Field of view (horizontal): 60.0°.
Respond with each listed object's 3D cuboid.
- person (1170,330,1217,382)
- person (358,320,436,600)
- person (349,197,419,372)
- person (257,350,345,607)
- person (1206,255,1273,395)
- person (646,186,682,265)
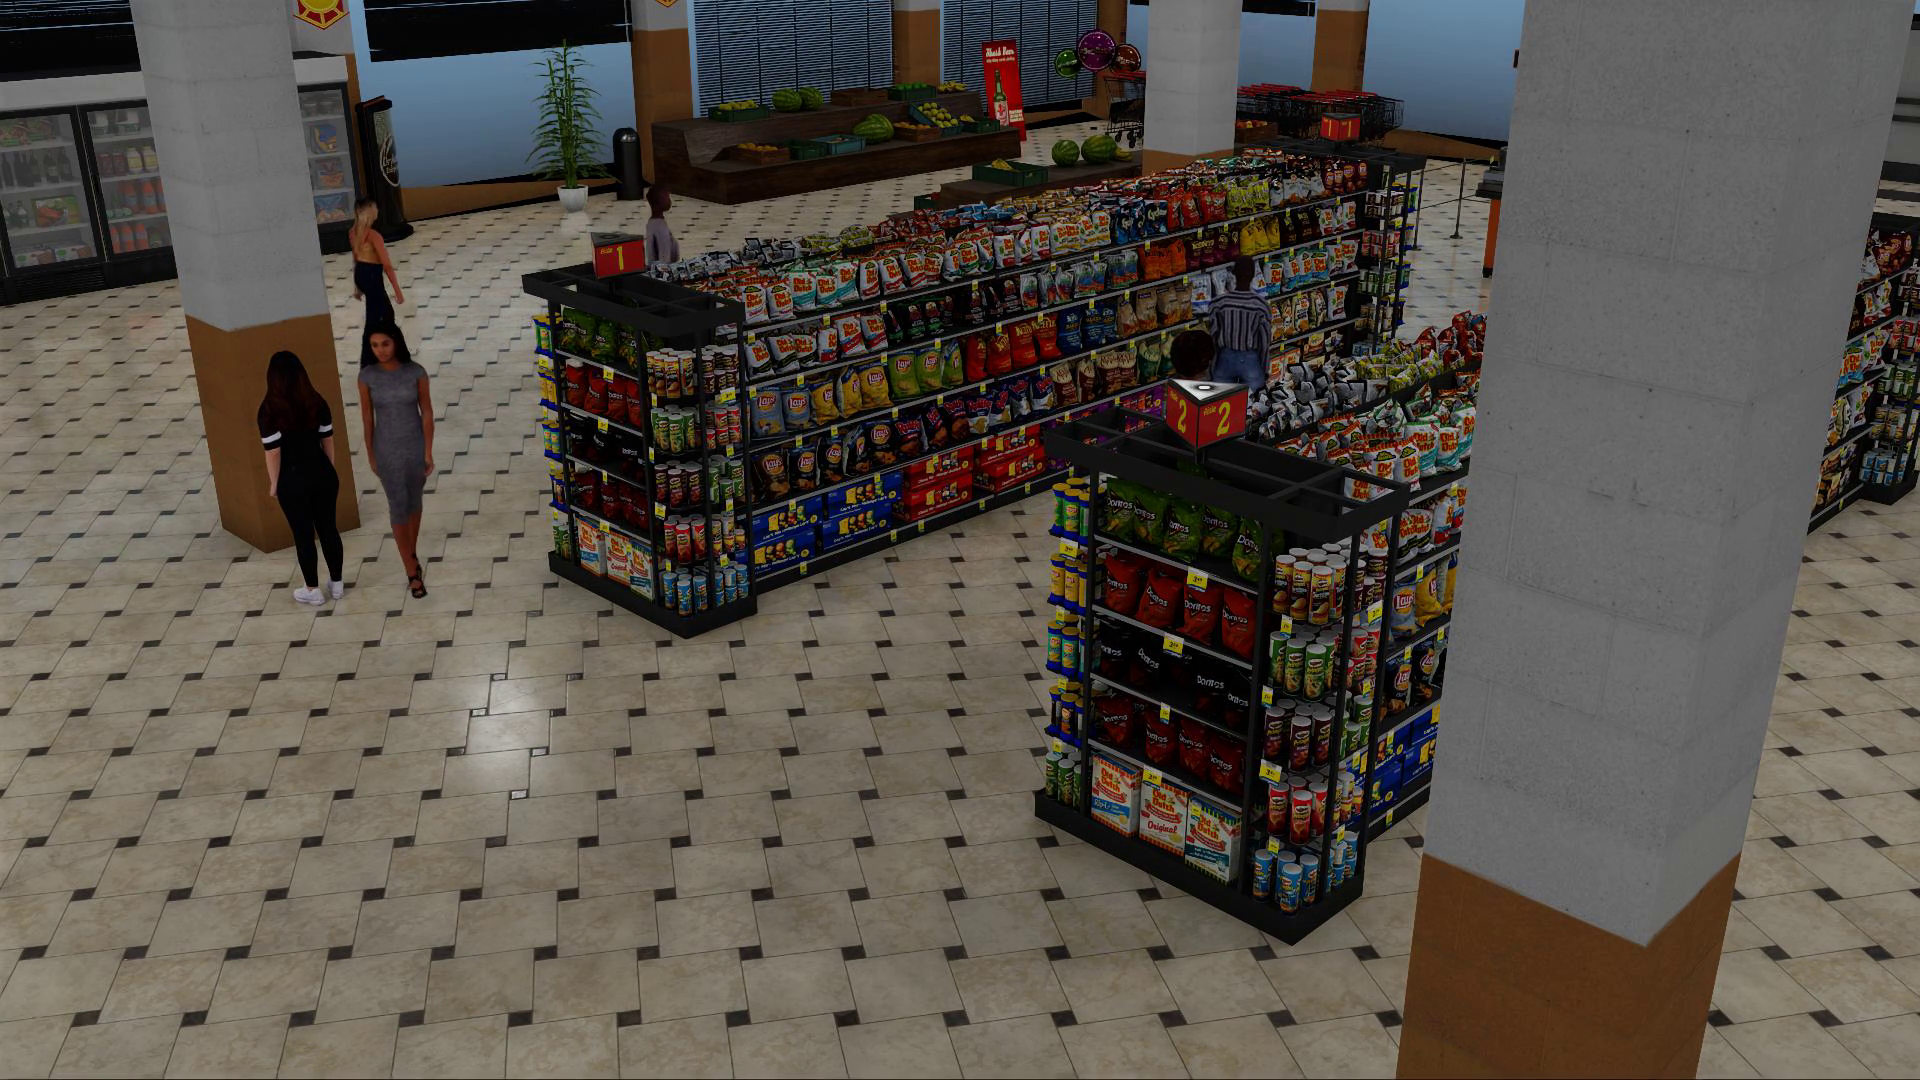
[{"bbox_3d":[1.436,-0.490,10.525,0.629,1.710,0.655,-9,24,-22],"label":"person"},{"bbox_3d":[-3.566,-0.552,10.625,0.950,1.751,0.845,-9,24,-22],"label":"person"},{"bbox_3d":[-5.412,-2.276,15.111,0.685,1.605,0.922,16,27,34],"label":"person"},{"bbox_3d":[-4.085,-0.387,10.364,0.648,1.639,0.500,20,30,41],"label":"person"},{"bbox_3d":[2.038,-1.196,12.169,0.699,1.796,0.700,6,23,14],"label":"person"},{"bbox_3d":[-2.720,-2.272,14.898,1.113,1.757,0.927,-7,23,-17],"label":"person"}]
